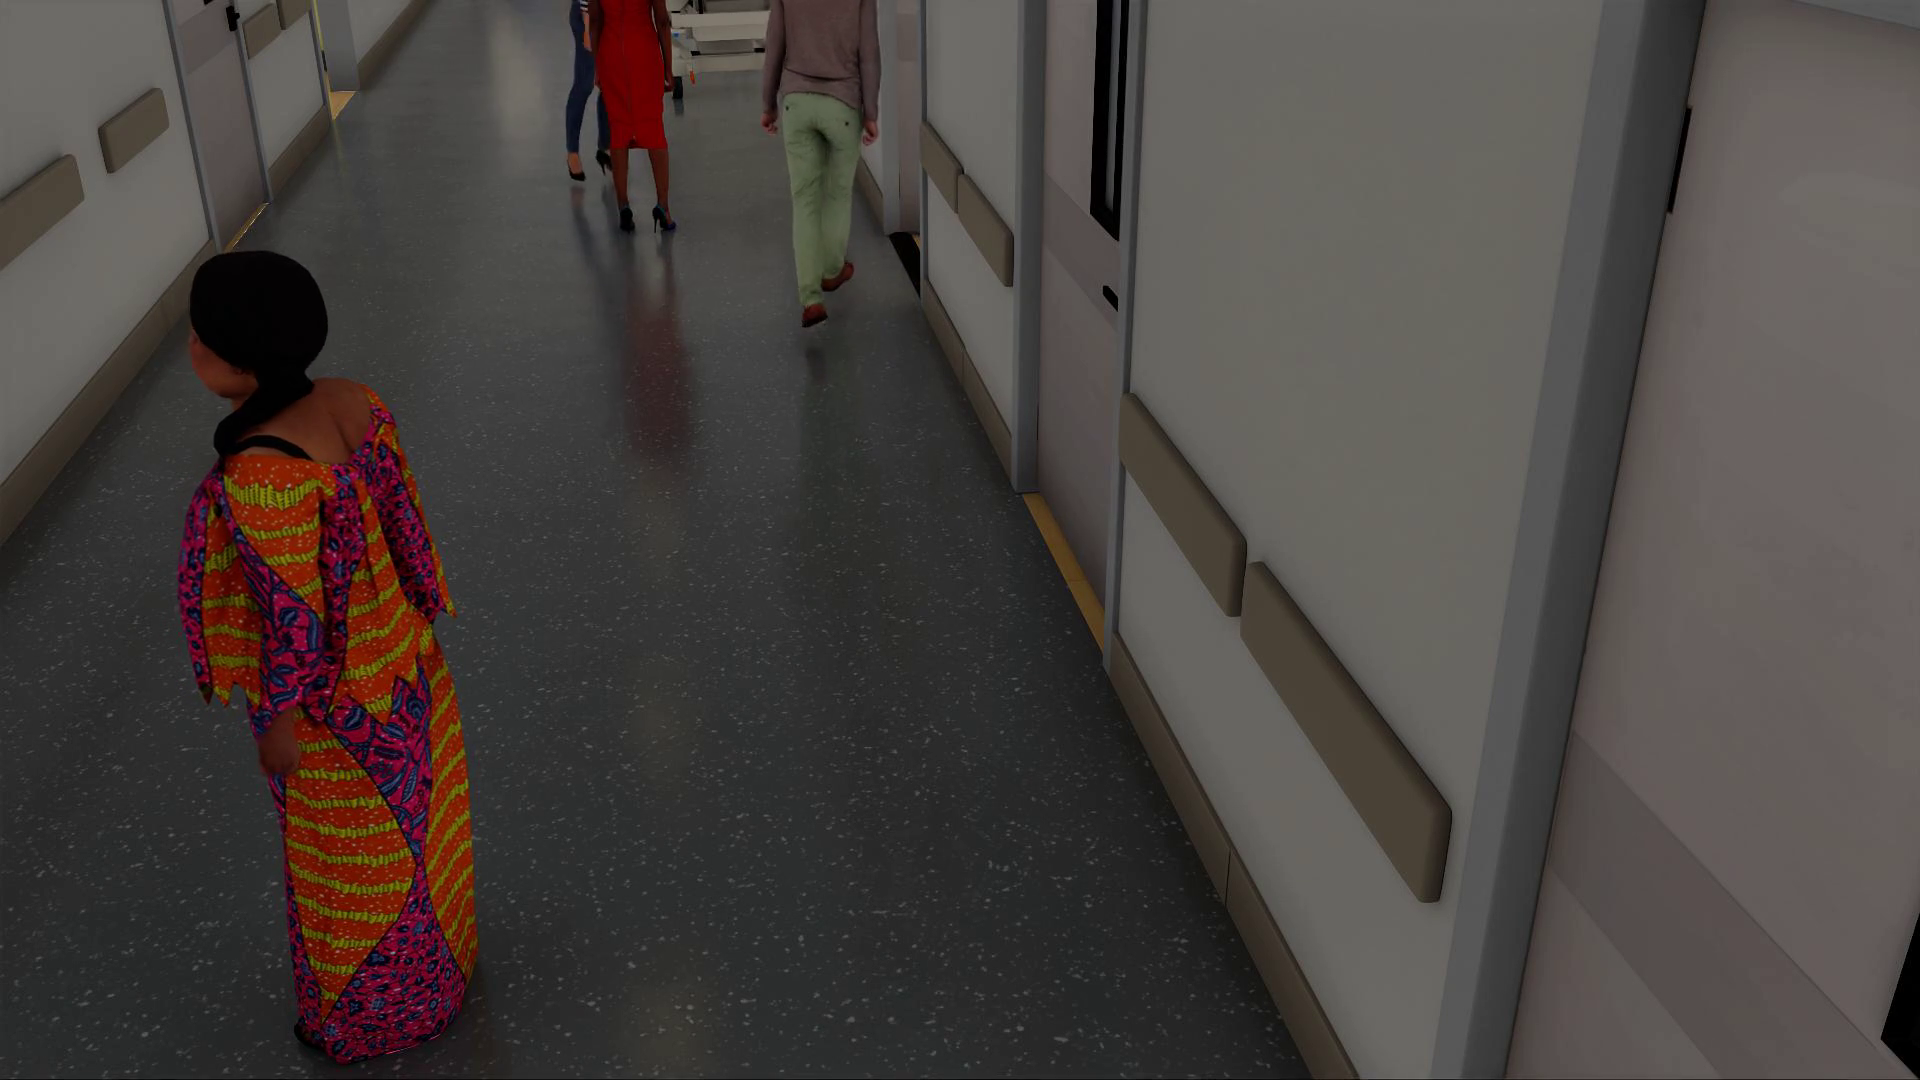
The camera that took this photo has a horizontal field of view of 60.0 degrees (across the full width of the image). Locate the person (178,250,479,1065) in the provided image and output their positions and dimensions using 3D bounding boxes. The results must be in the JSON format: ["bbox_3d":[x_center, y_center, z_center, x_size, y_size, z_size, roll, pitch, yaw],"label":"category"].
[{"bbox_3d":[-1.248,0.229,3.239,0.695,1.687,0.682,0,26,-1],"label":"person"}]

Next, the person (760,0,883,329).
[{"bbox_3d":[-0.617,-1.811,7.322,1.271,1.815,0.938,-1,26,-2],"label":"person"}]

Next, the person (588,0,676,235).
[{"bbox_3d":[-1.756,-2.516,8.864,0.496,1.743,0.670,0,26,1],"label":"person"}]

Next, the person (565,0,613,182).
[{"bbox_3d":[-2.209,-3.053,9.957,0.654,1.762,0.697,4,26,8],"label":"person"}]
